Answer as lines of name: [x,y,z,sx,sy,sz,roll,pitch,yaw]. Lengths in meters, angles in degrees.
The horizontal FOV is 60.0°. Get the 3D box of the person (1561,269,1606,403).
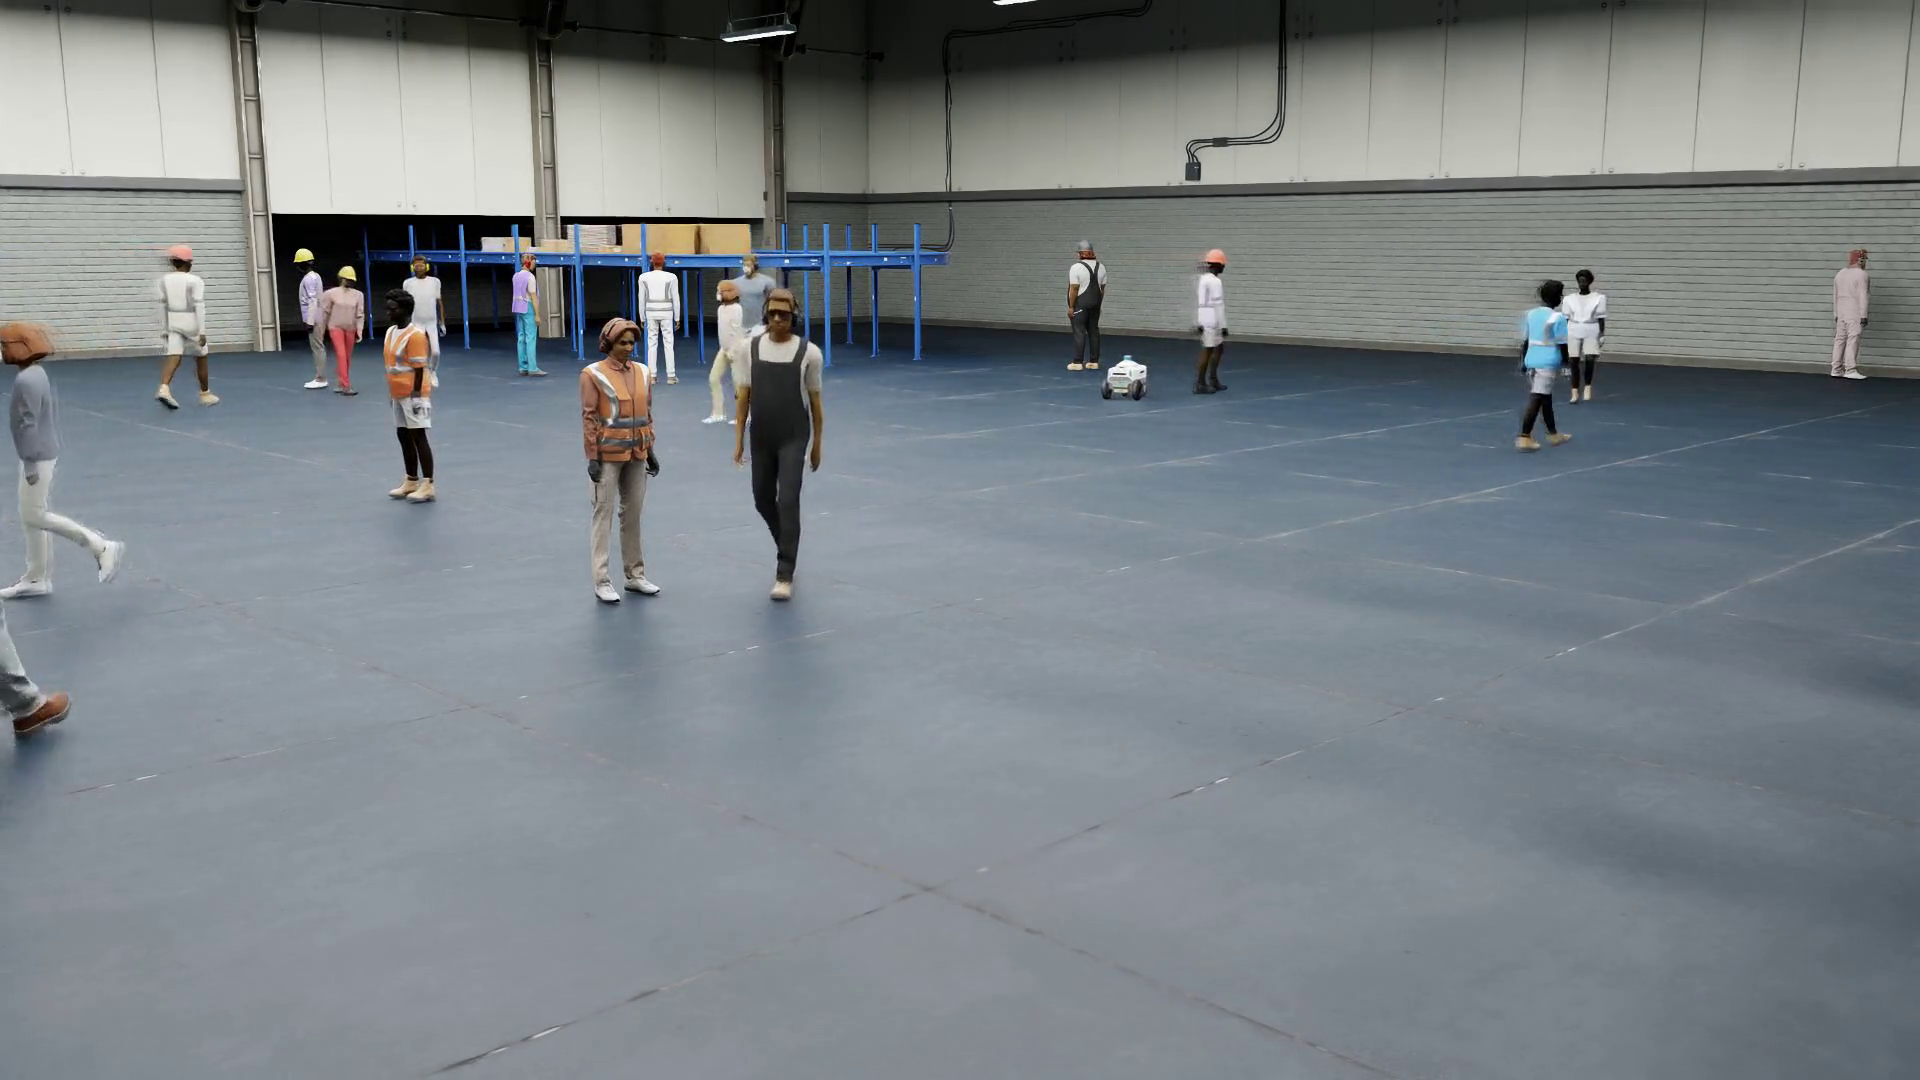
person: [7.818,-2.556,20.941,0.551,1.676,0.495,5,12,27]

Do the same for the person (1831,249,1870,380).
person: [13.202,-3.335,24.578,0.406,1.906,0.654,-2,11,-9]

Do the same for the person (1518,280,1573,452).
person: [5.848,-1.713,16.361,0.796,1.663,0.554,-3,11,-17]

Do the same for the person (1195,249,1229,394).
person: [3.450,-2.921,22.291,0.640,1.913,0.560,-2,11,-8]

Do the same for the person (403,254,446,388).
person: [-7.221,-2.920,22.436,0.552,1.860,0.432,-4,11,-20]

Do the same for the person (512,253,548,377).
person: [-6.539,-3.396,25.100,0.388,1.838,0.563,-10,14,-44]

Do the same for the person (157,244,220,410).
person: [-9.563,-2.621,20.443,0.615,2.011,1.010,2,10,8]

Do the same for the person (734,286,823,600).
person: [-1.059,-0.605,9.939,0.518,1.823,0.772,2,11,10]

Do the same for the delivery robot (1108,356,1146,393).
delivery robot: [2.190,-2.170,21.775,0.477,0.478,0.707,4,11,22]

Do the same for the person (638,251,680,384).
person: [-4.291,-3.178,23.782,0.587,1.883,0.342,0,10,1]

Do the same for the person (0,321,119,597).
person: [-5.370,-0.477,9.770,0.585,1.617,0.513,-5,12,-28]

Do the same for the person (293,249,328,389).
person: [-9.005,-3.071,23.094,0.383,1.923,0.588,-3,11,-14]

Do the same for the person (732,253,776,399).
person: [-2.690,-2.732,21.361,0.653,1.881,1.043,4,11,21]

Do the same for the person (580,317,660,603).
person: [-1.983,-0.474,9.708,0.309,1.640,0.513,8,13,38]

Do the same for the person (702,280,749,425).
person: [-2.634,-2.080,18.545,0.619,1.613,0.502,-8,13,-38]

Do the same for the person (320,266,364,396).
person: [-8.269,-2.810,22.253,0.534,1.712,0.761,-9,14,-40]

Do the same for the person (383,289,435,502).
person: [-4.419,-1.161,13.324,0.319,1.693,0.539,-9,14,-42]

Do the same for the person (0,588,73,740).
person: [-4.147,-0.030,6.661,0.641,1.877,1.042,3,11,14]

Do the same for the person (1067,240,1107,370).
person: [1.947,-3.700,26.321,0.688,2.000,0.539,-7,13,-35]
